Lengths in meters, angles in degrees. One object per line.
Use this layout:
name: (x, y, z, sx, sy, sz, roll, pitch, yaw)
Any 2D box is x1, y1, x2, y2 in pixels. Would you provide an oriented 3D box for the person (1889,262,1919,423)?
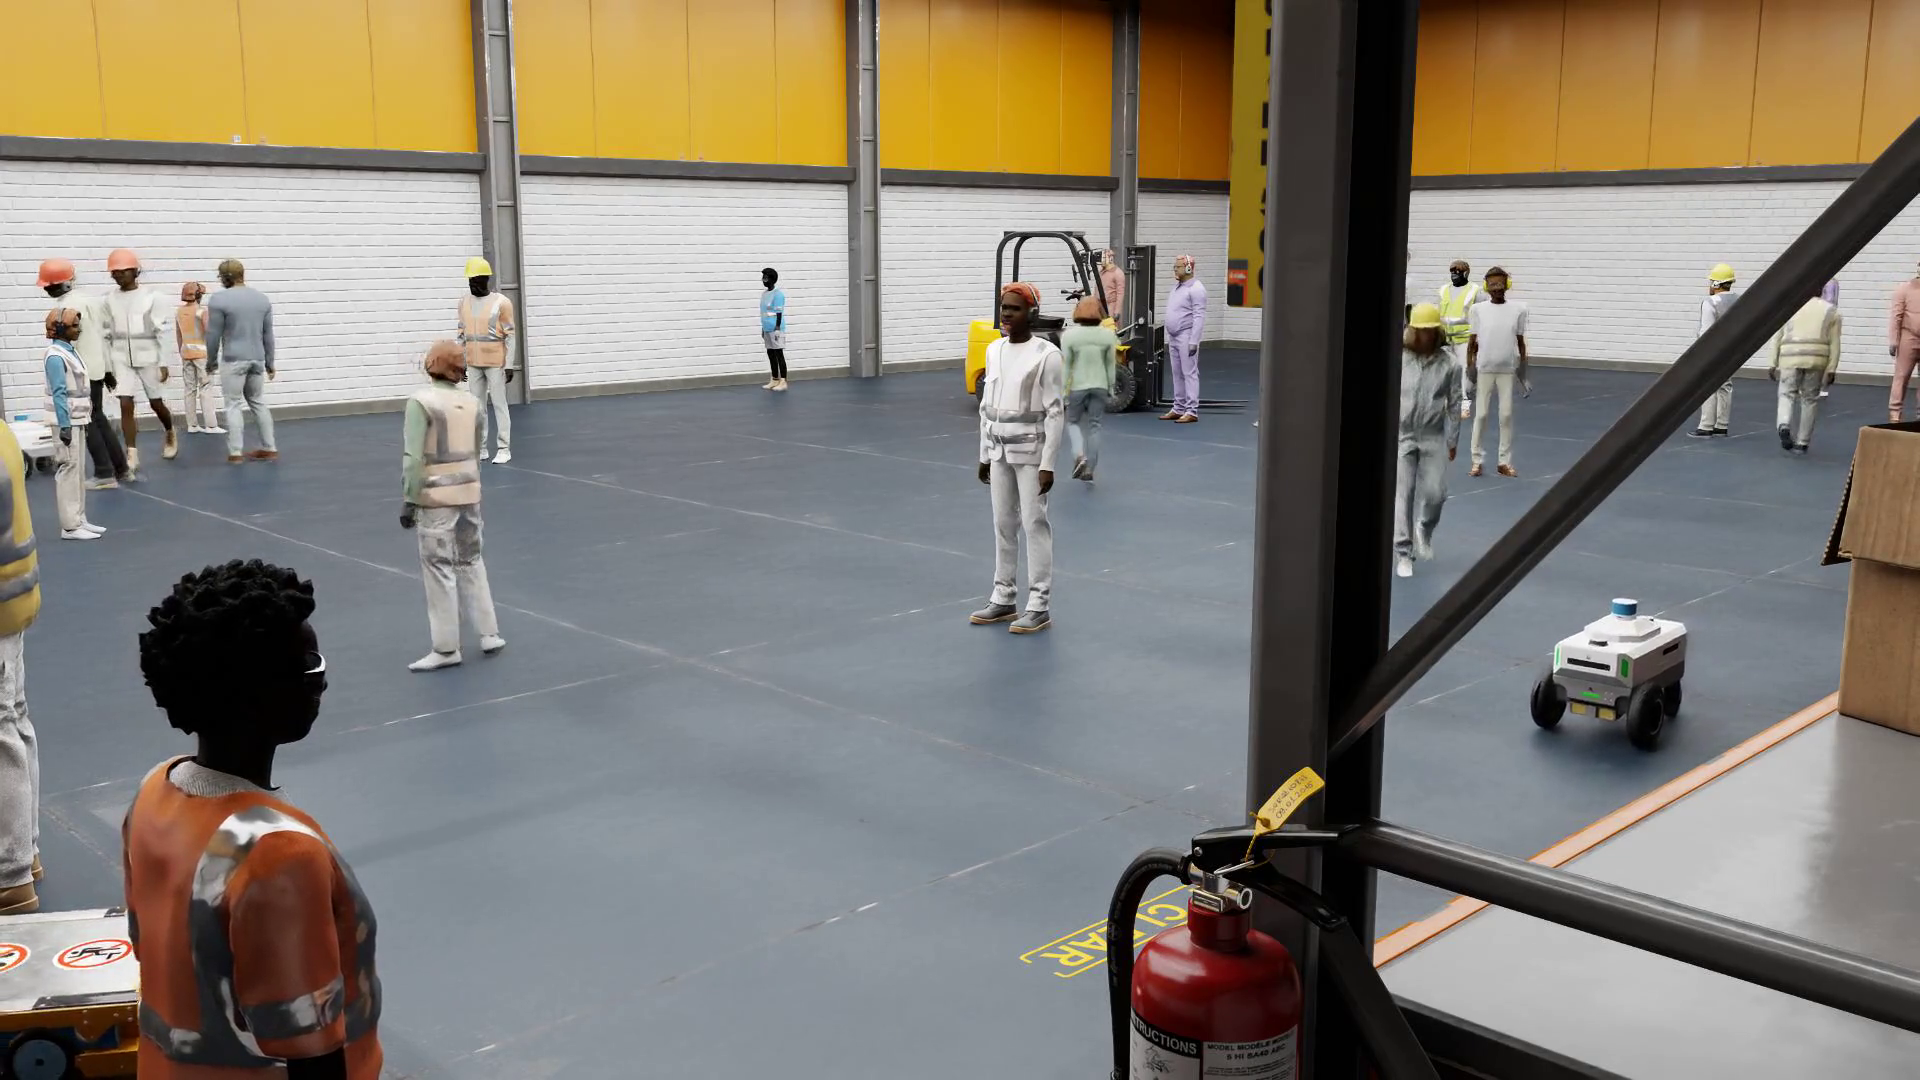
person: (10.784, -2.229, 18.668, 0.651, 1.904, 0.403, 2, 11, 10)

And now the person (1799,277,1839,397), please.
person: (11.388, -2.847, 22.000, 0.382, 1.920, 0.585, 4, 11, 20)

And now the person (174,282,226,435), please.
person: (-8.177, -1.945, 17.851, 0.510, 1.639, 0.308, 4, 11, 22)

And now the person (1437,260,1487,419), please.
person: (5.803, -2.342, 19.460, 0.633, 1.842, 0.429, 10, 14, 44)

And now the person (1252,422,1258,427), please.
person: (3.756, -2.097, 18.425, 0.886, 1.725, 0.523, -2, 11, -13)

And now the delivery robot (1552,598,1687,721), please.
delivery robot: (2.867, 0.497, 7.211, 0.477, 0.478, 0.707, 10, 13, 42)

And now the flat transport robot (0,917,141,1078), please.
flat transport robot: (-2.664, 1.209, 4.380, 1.431, 0.197, 0.652, -2, 11, -11)

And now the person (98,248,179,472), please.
person: (-7.524, -1.657, 15.243, 0.611, 2.021, 0.887, -1, 10, -8)

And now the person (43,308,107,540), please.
person: (-6.264, -0.814, 11.705, 0.310, 1.631, 0.509, -3, 11, -17)

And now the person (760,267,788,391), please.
person: (-2.582, -2.897, 22.894, 0.320, 1.692, 0.534, -7, 12, -33)

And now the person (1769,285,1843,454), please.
person: (8.204, -1.714, 16.152, 0.616, 1.806, 0.654, 5, 11, 24)

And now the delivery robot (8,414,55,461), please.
delivery robot: (-8.282, -0.873, 14.703, 0.477, 0.478, 0.707, 5, 11, 24)

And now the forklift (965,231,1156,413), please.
forklift: (1.222, -2.721, 20.561, 2.313, 2.155, 1.214, 2, 11, 13)

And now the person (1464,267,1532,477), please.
person: (4.767, -1.467, 14.705, 0.581, 1.856, 0.333, 2, 11, 10)

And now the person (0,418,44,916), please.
person: (-3.120, 0.271, 5.209, 0.429, 1.845, 0.621, -4, 11, -22)

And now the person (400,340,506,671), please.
person: (-2.533, -0.175, 8.258, 0.325, 1.618, 0.593, 4, 11, 21)

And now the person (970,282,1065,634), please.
person: (0.309, -0.443, 8.986, 0.355, 1.884, 0.575, -9, 14, -42)

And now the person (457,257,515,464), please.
person: (-4.447, -1.670, 15.557, 0.595, 1.925, 0.374, 4, 11, 18)

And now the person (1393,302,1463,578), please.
person: (2.881, -0.629, 10.435, 0.495, 1.731, 0.485, 2, 11, 9)

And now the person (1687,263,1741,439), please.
person: (7.963, -1.983, 17.518, 0.590, 1.837, 0.403, -6, 12, -29)

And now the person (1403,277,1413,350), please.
person: (5.735, -2.866, 22.064, 0.965, 1.924, 0.637, 0, 10, -1)

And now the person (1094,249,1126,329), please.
person: (2.330, -3.650, 26.408, 0.407, 1.910, 0.639, -6, 12, -31)

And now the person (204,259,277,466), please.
person: (-6.700, -1.648, 15.528, 0.436, 1.928, 0.631, 5, 11, 24)

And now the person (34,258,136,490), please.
person: (-7.369, -1.385, 13.957, 0.511, 1.945, 0.683, -2, 11, -9)

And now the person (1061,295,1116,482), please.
person: (1.101, -1.293, 14.346, 0.504, 1.622, 0.379, -1, 10, -7)

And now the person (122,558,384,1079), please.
person: (-0.981, 0.864, 2.371, 0.317, 1.696, 0.539, -10, 14, -44)

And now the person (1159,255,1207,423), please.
person: (2.543, -2.293, 19.015, 0.409, 1.909, 0.640, -4, 11, -20)
